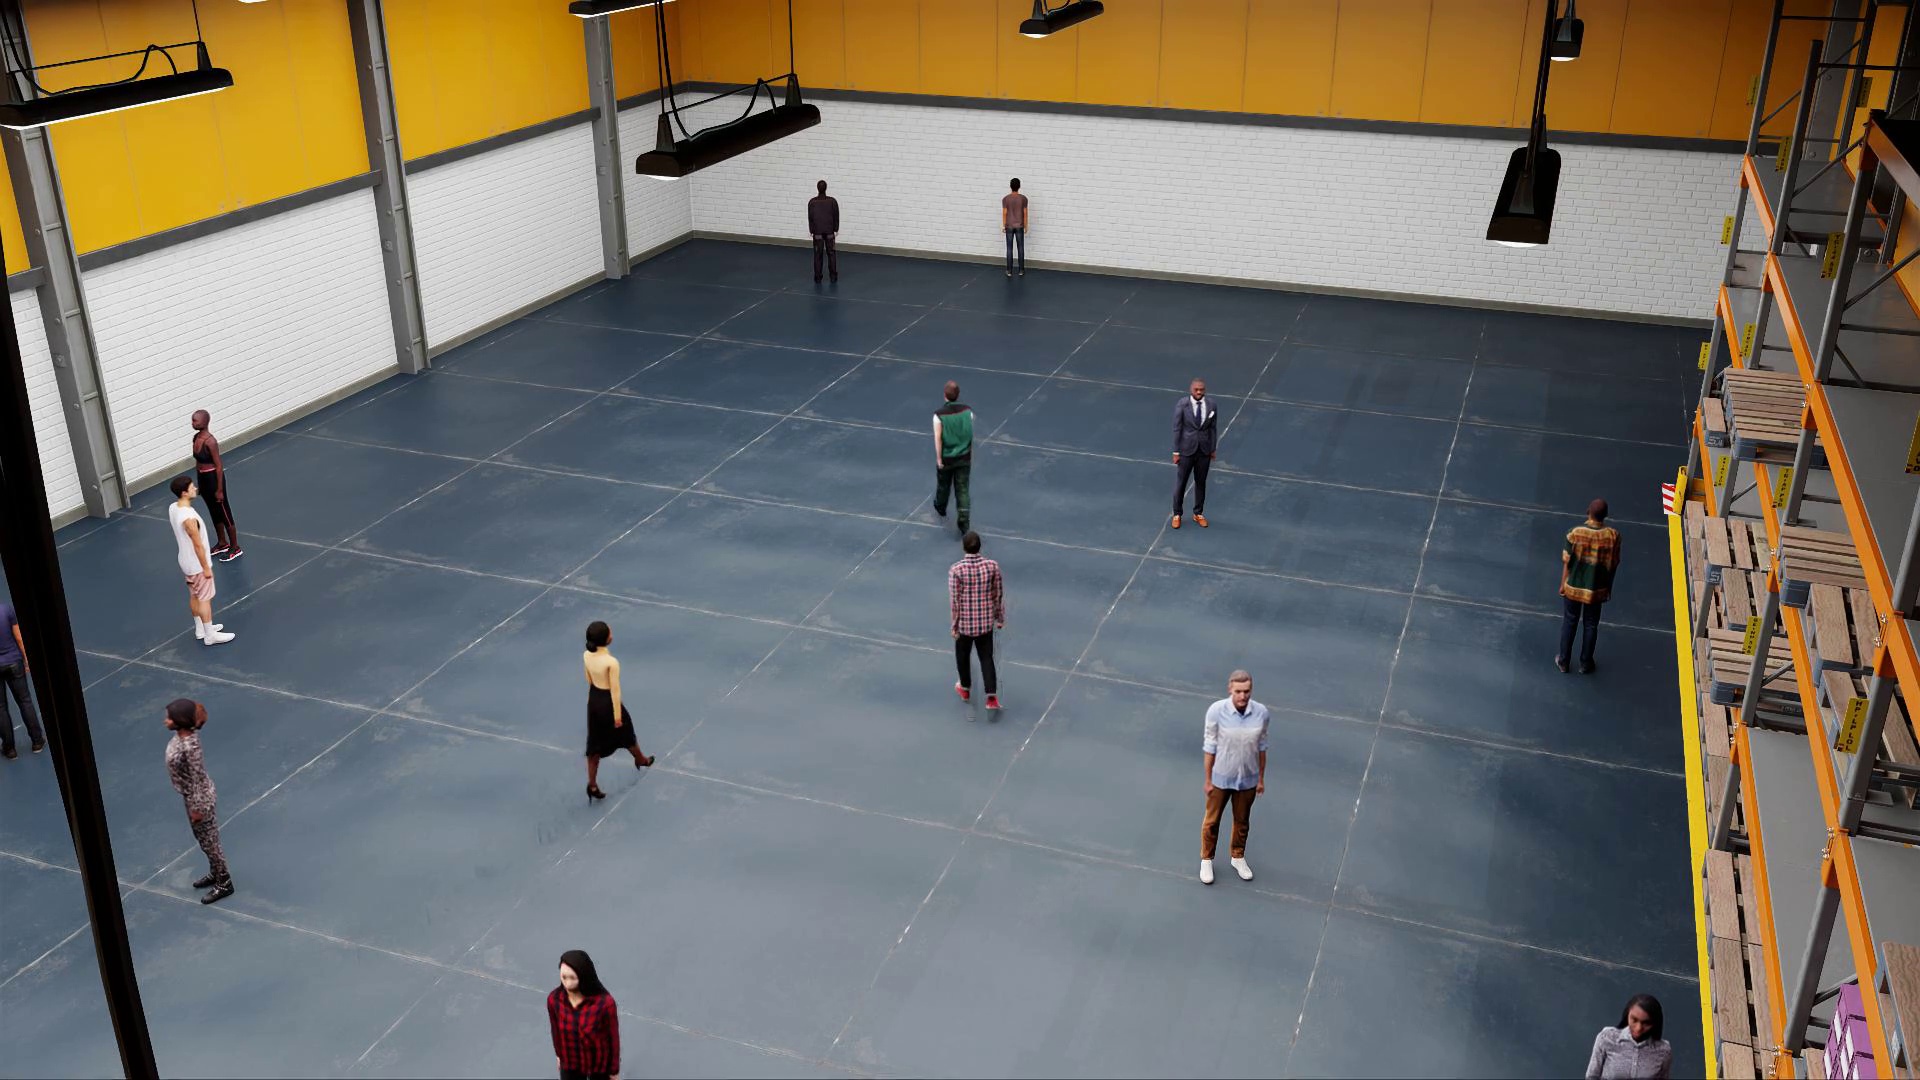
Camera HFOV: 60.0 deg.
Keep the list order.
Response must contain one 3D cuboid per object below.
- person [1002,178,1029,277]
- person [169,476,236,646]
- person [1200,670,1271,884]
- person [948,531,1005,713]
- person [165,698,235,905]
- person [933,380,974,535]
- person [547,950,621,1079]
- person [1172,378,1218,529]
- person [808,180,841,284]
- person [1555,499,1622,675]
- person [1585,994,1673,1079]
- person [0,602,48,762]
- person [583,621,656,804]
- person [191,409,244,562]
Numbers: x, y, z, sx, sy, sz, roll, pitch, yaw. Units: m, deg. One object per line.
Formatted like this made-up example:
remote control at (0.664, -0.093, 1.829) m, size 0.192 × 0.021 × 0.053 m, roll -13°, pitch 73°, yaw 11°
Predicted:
person at (1.007, -5.735, 30.432) m, size 0.707 × 1.779 × 0.680 m, roll -1°, pitch 24°, yaw -2°
person at (-7.754, 0.201, 16.841) m, size 0.724 × 1.788 × 0.729 m, roll -20°, pitch 31°, yaw -38°
person at (2.141, 1.829, 13.068) m, size 0.768 × 1.828 × 0.752 m, roll -3°, pitch 24°, yaw -7°
person at (0.151, 0.800, 15.536) m, size 1.012 × 1.737 × 1.125 m, roll -5°, pitch 24°, yaw -11°
person at (-5.880, 1.991, 12.838) m, size 0.724 × 1.714 × 0.680 m, roll -15°, pitch 28°, yaw -31°
person at (-0.038, -0.944, 19.449) m, size 1.060 × 1.798 × 1.238 m, roll -6°, pitch 24°, yaw -13°
person at (-2.270, 3.169, 10.272) m, size 0.802 × 1.612 × 1.109 m, roll 1°, pitch 24°, yaw 3°
person at (2.768, -1.048, 19.655) m, size 0.785 × 1.824 × 0.764 m, roll -3°, pitch 24°, yaw -7°
person at (-2.453, -5.557, 29.950) m, size 0.798 × 1.839 × 0.763 m, roll -3°, pitch 24°, yaw -7°
person at (6.115, 0.447, 16.256) m, size 0.715 × 1.806 × 0.674 m, roll 6°, pitch 24°, yaw 13°
person at (3.846, 3.362, 9.689) m, size 0.595 × 1.724 × 0.521 m, roll 9°, pitch 25°, yaw 21°
person at (-8.514, 1.107, 14.763) m, size 0.666 × 1.793 × 0.776 m, roll -16°, pitch 28°, yaw -33°
person at (-3.068, 1.488, 14.109) m, size 0.732 × 1.618 × 1.046 m, roll 14°, pitch 27°, yaw 29°
person at (-8.437, -0.638, 18.799) m, size 0.644 × 1.758 × 0.607 m, roll 15°, pitch 28°, yaw 31°
